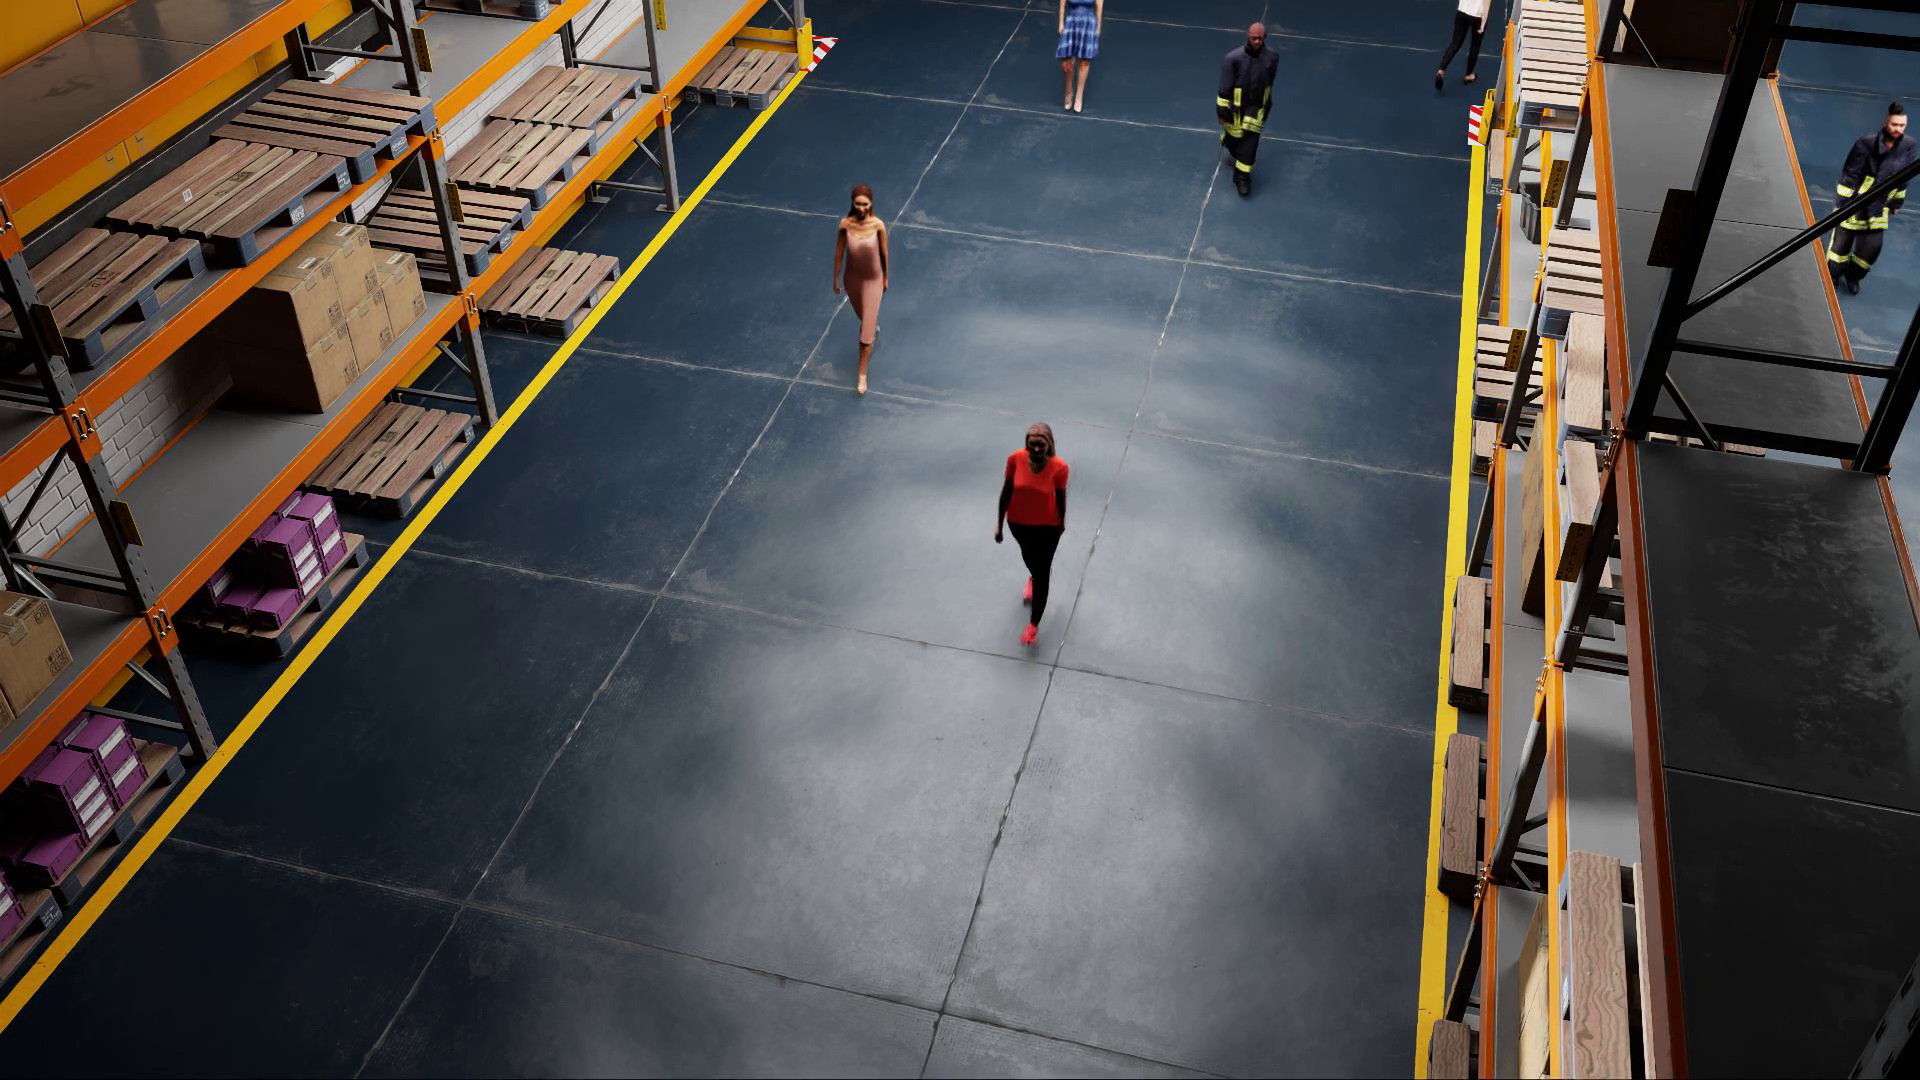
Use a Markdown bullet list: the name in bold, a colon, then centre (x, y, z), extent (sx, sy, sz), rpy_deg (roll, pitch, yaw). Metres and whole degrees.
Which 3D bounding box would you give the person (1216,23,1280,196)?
- **person**: centre (2.930, -4.505, 17.078), extent (0.952, 1.776, 1.233), rpy_deg (-1, 39, -2)

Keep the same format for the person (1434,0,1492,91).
- **person**: centre (5.771, -5.941, 18.937), extent (0.893, 1.700, 1.104), rpy_deg (31, 48, 33)

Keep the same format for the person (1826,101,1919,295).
- **person**: centre (8.389, -3.204, 15.390), extent (0.784, 1.850, 0.718), rpy_deg (7, 39, 8)

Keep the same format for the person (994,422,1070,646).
- **person**: centre (0.542, -0.168, 11.752), extent (0.673, 1.646, 1.115), rpy_deg (13, 40, 16)

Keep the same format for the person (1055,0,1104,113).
- **person**: centre (1.326, -5.658, 18.504), extent (0.739, 1.799, 0.770), rpy_deg (2, 39, 2)

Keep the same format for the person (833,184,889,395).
- **person**: centre (-0.813, -2.238, 14.236), extent (0.729, 1.782, 1.190), rpy_deg (5, 39, 6)
